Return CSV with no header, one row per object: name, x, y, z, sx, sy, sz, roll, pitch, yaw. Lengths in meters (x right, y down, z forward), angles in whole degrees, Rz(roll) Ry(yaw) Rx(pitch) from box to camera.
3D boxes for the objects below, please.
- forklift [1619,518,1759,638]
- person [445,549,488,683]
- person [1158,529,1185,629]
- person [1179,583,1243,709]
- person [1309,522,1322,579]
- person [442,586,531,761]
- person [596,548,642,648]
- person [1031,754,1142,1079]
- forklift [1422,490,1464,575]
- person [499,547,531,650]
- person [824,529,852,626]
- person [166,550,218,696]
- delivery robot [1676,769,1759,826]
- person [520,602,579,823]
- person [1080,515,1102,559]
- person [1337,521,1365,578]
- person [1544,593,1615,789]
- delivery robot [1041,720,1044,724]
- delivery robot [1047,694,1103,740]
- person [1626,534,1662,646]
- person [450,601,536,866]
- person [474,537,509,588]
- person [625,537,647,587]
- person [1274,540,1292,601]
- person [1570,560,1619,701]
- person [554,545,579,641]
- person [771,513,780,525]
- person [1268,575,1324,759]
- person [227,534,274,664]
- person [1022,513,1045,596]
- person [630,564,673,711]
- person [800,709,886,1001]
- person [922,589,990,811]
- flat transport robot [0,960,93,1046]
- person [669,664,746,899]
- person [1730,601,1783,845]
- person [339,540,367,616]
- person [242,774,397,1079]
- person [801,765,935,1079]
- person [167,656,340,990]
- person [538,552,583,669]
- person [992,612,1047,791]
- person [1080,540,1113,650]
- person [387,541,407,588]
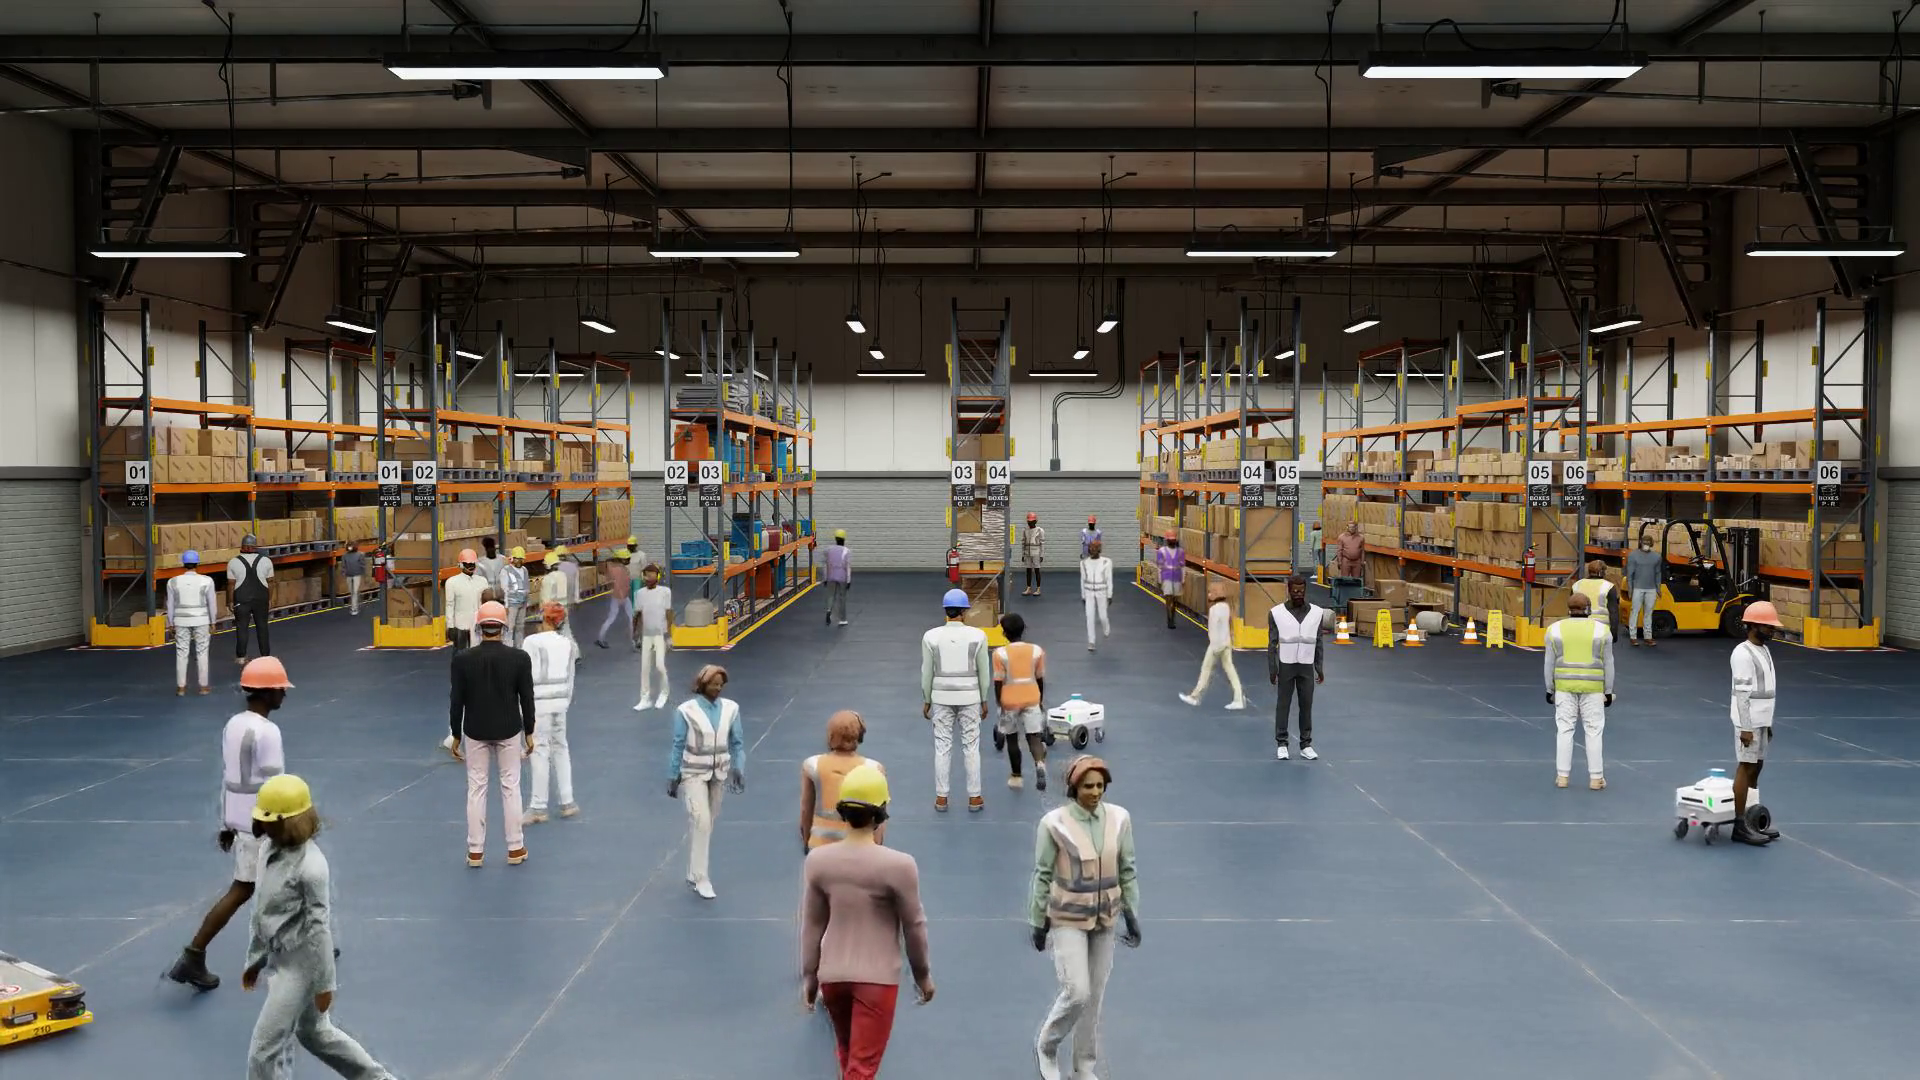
forklift,13.417,0.684,29.791,2.313,2.155,1.214,0,2,0
person,-6.404,1.109,21.029,0.382,1.994,0.613,2,3,41
person,4.089,0.740,31.267,0.550,1.921,0.569,0,2,-5
person,3.220,1.334,20.390,0.868,1.581,0.526,2,3,36
person,10.222,0.287,46.203,0.498,1.633,0.279,-1,3,-25
person,-4.882,1.375,16.641,0.861,1.812,0.632,-2,3,-36
person,-5.797,0.994,27.530,0.925,1.718,0.523,1,2,15
person,0.603,1.824,7.662,0.511,1.624,0.377,-1,3,-30
forklift,13.926,-0.371,47.846,1.873,2.768,1.129,0,2,0
person,-7.017,1.014,25.558,0.403,1.823,0.586,1,2,24
person,-2.406,0.734,31.607,0.600,1.905,0.688,1,2,14
person,-10.295,1.111,21.655,0.635,1.939,0.421,-1,2,-17
delivery robot,6.165,2.107,13.138,0.707,0.478,0.477,-1,3,-32
person,-3.562,1.468,13.852,0.347,1.858,0.699,1,3,31
person,3.432,0.305,42.262,0.562,1.917,0.679,0,2,9
person,8.997,0.515,37.104,0.649,1.906,0.401,0,2,-1
person,5.853,1.417,15.265,0.621,1.838,0.429,1,3,25
delivery robot,0.677,1.819,17.165,0.335,0.223,0.698,-1,2,-14
delivery robot,1.266,1.927,17.661,0.477,0.478,0.707,2,3,38
person,11.847,0.865,27.953,0.627,1.933,0.371,0,2,-4
person,-3.545,1.458,12.263,0.626,1.991,0.393,-1,2,-13
person,-7.897,0.906,27.319,0.643,1.898,0.817,-1,3,-28
person,-6.553,0.799,32.287,0.546,1.718,0.911,0,2,5
person,7.486,0.487,37.668,0.585,1.917,0.382,1,2,13
person,8.352,1.178,21.209,0.429,1.842,0.629,-2,3,-41
person,-6.645,0.984,26.838,0.930,1.783,0.600,2,3,39
person,-5.407,0.144,47.091,0.314,1.856,0.511,0,2,-3
person,3.495,1.318,16.852,0.588,1.914,0.377,0,2,-7
person,-11.148,0.936,25.353,0.679,2.000,0.537,-1,3,-30
person,1.764,0.352,39.515,0.614,2.039,0.391,2,3,33
person,-3.851,1.217,20.238,0.579,1.845,0.428,0,2,9
person,-0.671,1.773,9.266,0.525,1.591,0.856,0,2,7
person,-0.034,1.406,14.238,0.602,1.941,0.402,0,2,5
flat transport robot,-5.362,2.468,8.739,1.431,0.197,0.652,2,3,38
person,-1.752,1.685,11.346,0.513,1.608,0.711,-2,3,-42
person,6.420,1.457,13.008,0.362,1.935,0.548,2,3,42
person,-12.718,0.795,33.712,0.529,1.595,0.816,0,2,2
person,-2.777,1.814,6.914,0.839,1.701,0.499,-2,3,-41
person,-0.371,1.804,6.724,0.523,1.730,0.878,1,3,26
person,-4.146,1.625,9.419,0.987,1.894,0.548,-2,3,-41
person,-6.108,1.076,24.454,0.920,1.792,0.604,1,2,23
person,0.568,1.508,14.902,0.529,1.668,0.647,-1,2,-17
person,2.329,0.919,27.403,0.585,1.866,0.655,1,2,18
person,-11.030,0.855,31.482,0.546,1.652,0.838,0,2,-4
